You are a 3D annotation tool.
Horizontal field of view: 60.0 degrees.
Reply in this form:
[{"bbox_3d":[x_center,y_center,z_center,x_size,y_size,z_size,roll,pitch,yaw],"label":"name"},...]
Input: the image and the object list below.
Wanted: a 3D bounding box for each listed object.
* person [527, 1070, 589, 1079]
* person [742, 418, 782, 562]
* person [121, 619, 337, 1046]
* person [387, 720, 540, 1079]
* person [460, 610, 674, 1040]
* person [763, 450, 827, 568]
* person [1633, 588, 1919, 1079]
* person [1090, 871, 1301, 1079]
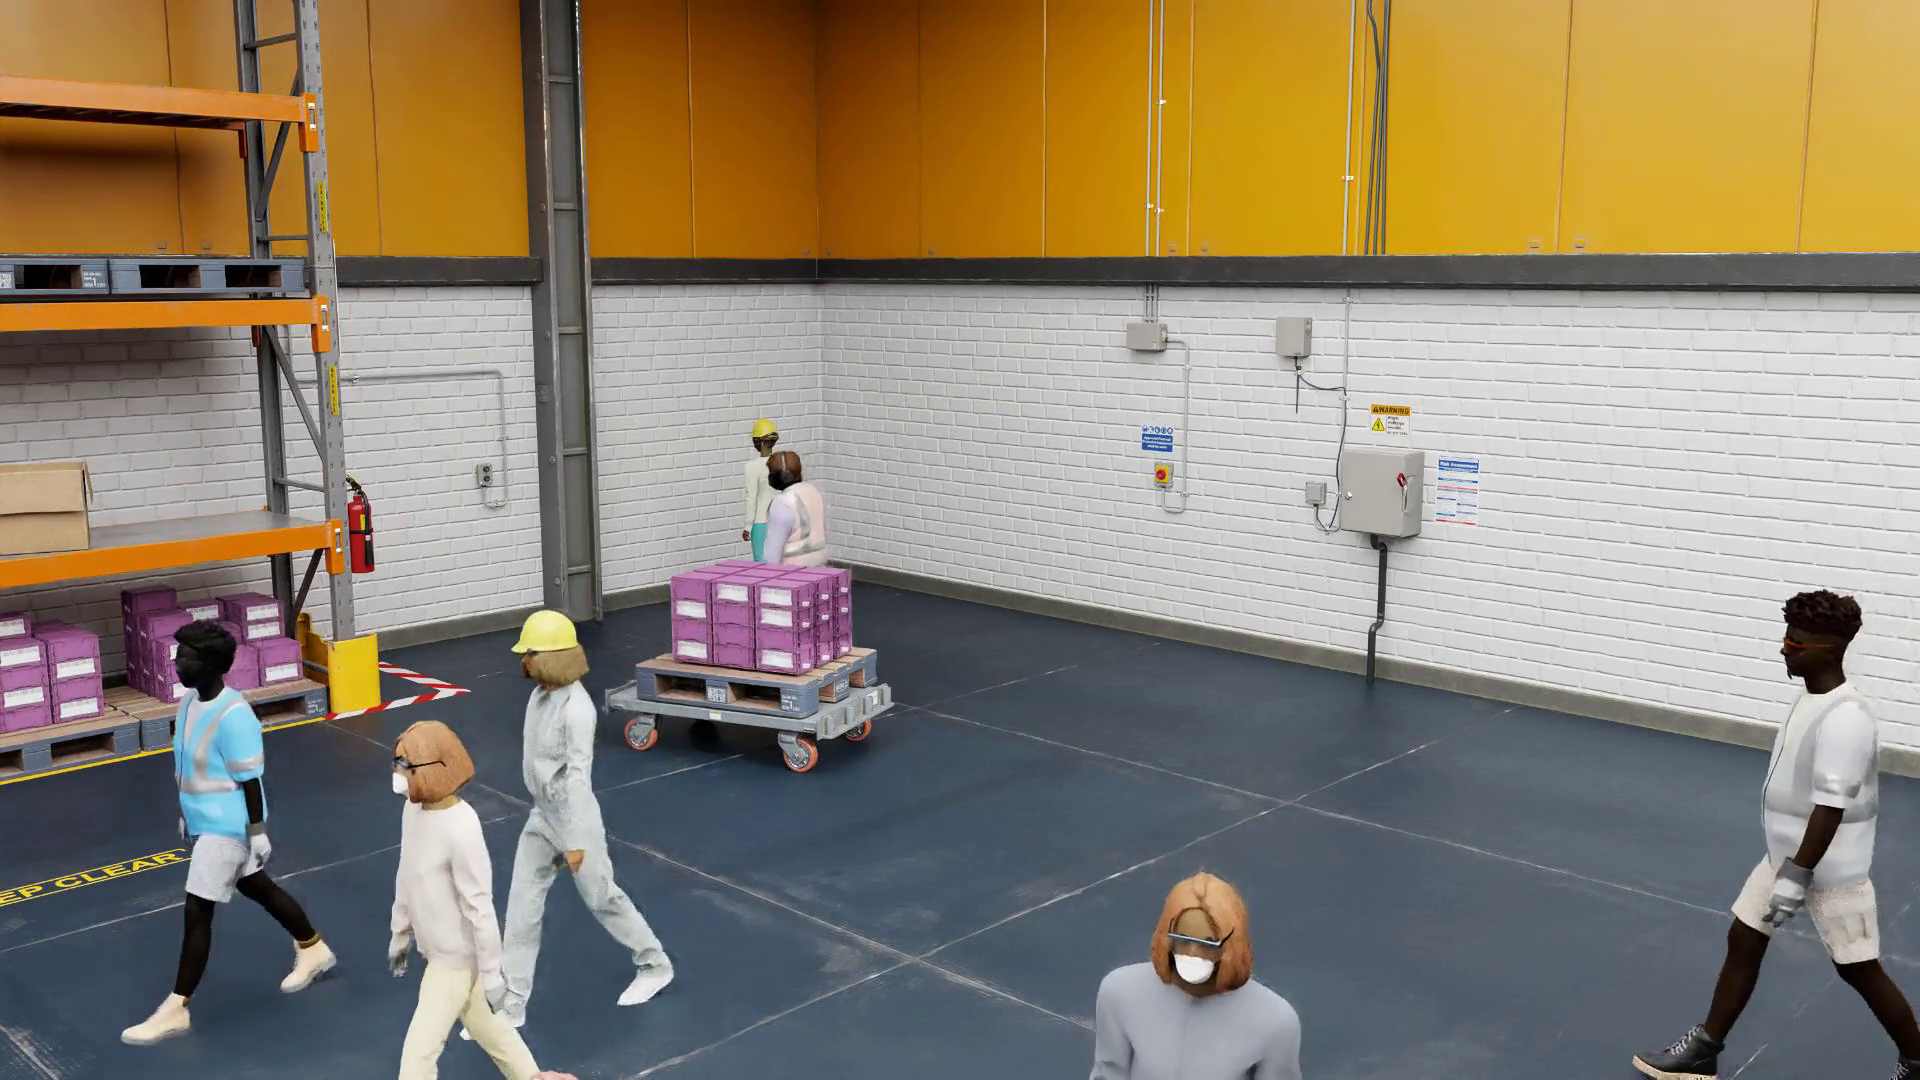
[{"bbox_3d":[-0.585,1.701,2.594,0.658,1.846,1.031,5,10,28],"label":"person"},{"bbox_3d":[-1.650,-0.153,14.205,0.309,1.769,0.524,7,12,38],"label":"person"},{"bbox_3d":[-2.960,1.122,6.718,0.883,1.655,0.538,-8,13,-42],"label":"person"},{"bbox_3d":[-1.712,1.363,5.434,0.878,1.583,0.517,-6,11,-34],"label":"person"},{"bbox_3d":[-1.564,1.107,6.669,0.876,1.701,0.497,-7,12,-37],"label":"person"},{"bbox_3d":[-1.099,0.263,11.615,0.948,1.795,0.618,3,10,16],"label":"person"},{"bbox_3d":[3.080,1.121,5.966,1.041,1.919,0.609,1,9,9],"label":"person"},{"bbox_3d":[0.548,1.578,4.005,0.533,1.618,0.346,3,10,16],"label":"person"}]
